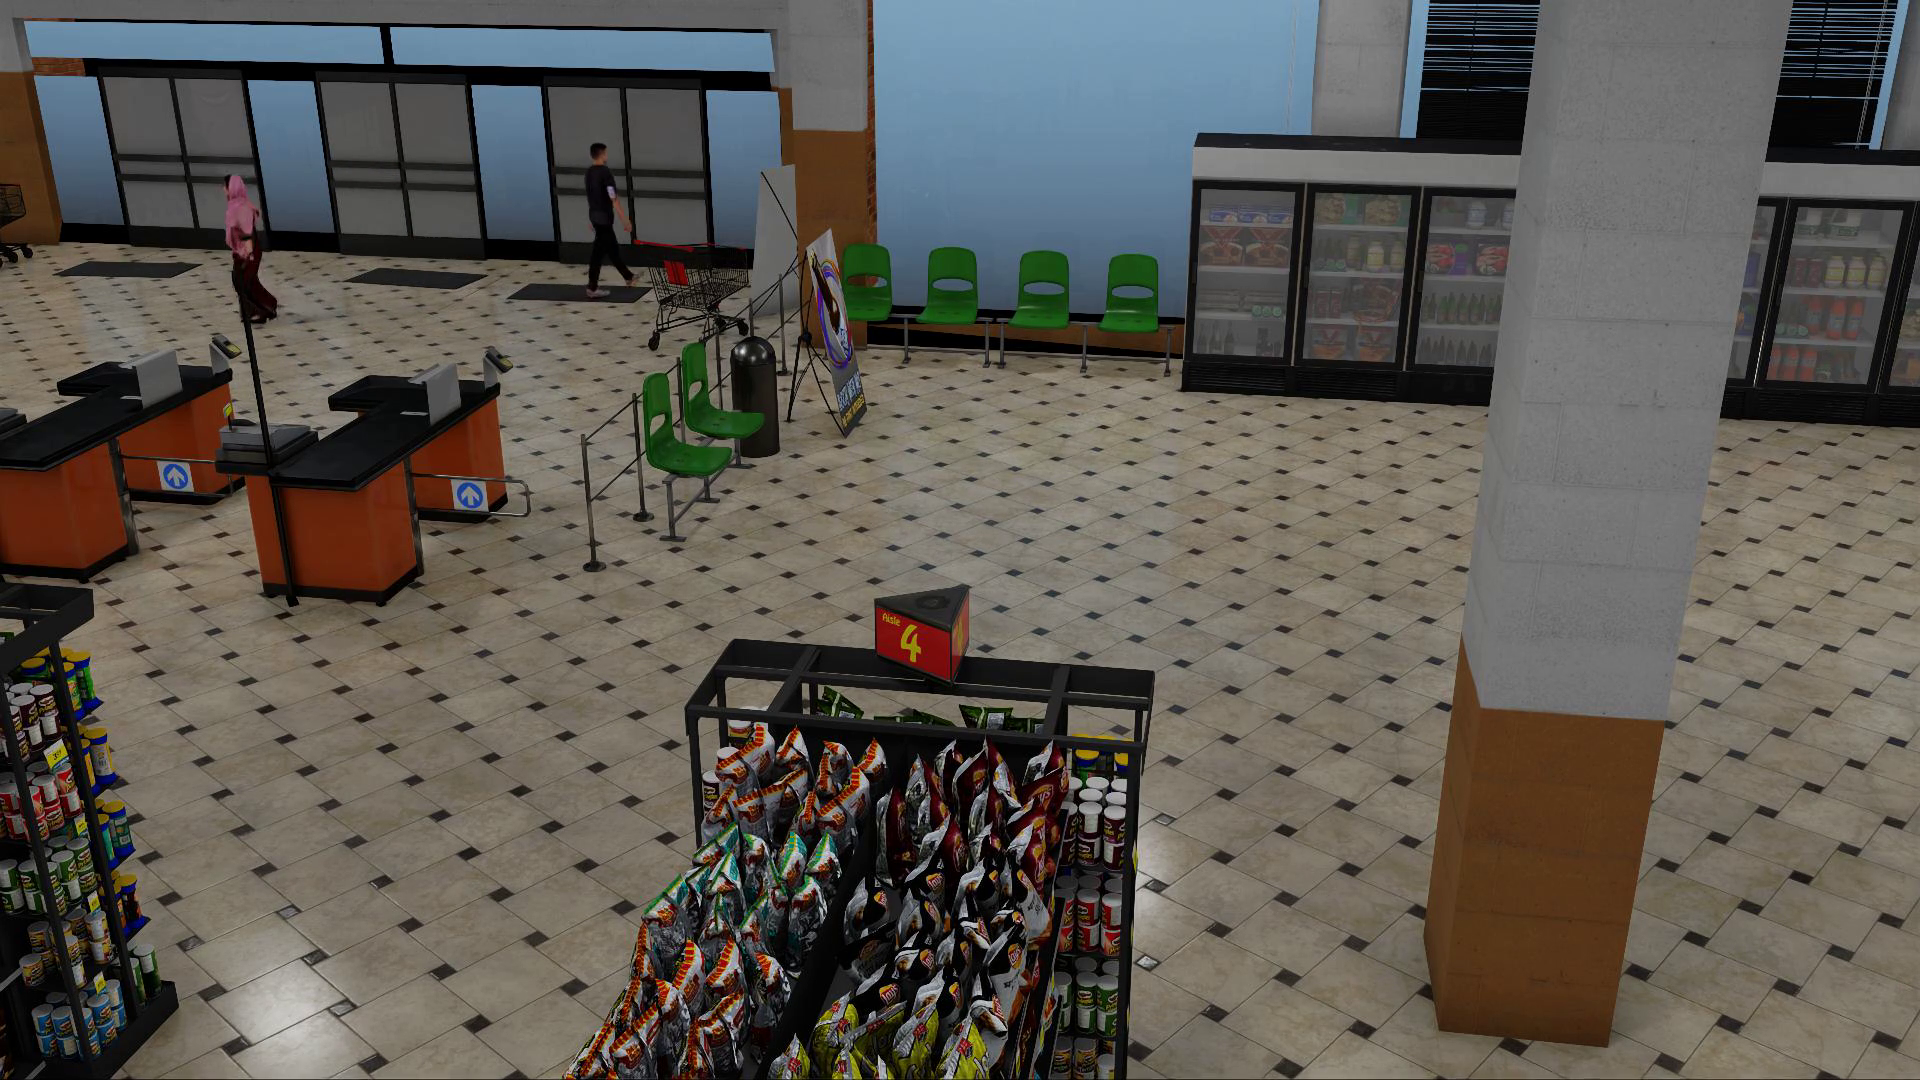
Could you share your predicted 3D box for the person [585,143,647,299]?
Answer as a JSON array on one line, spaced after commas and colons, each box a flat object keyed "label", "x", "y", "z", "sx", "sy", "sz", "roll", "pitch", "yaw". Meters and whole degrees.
[{"label": "person", "x": -4.157, "y": -3.621, "z": 19.034, "sx": 1.138, "sy": 1.728, "sz": 1.069, "roll": -16, "pitch": 27, "yaw": -34}]

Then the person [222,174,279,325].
[{"label": "person", "x": -7.634, "y": -3.132, "z": 17.952, "sx": 0.858, "sy": 1.628, "sz": 0.798, "roll": -15, "pitch": 26, "yaw": -32}]
